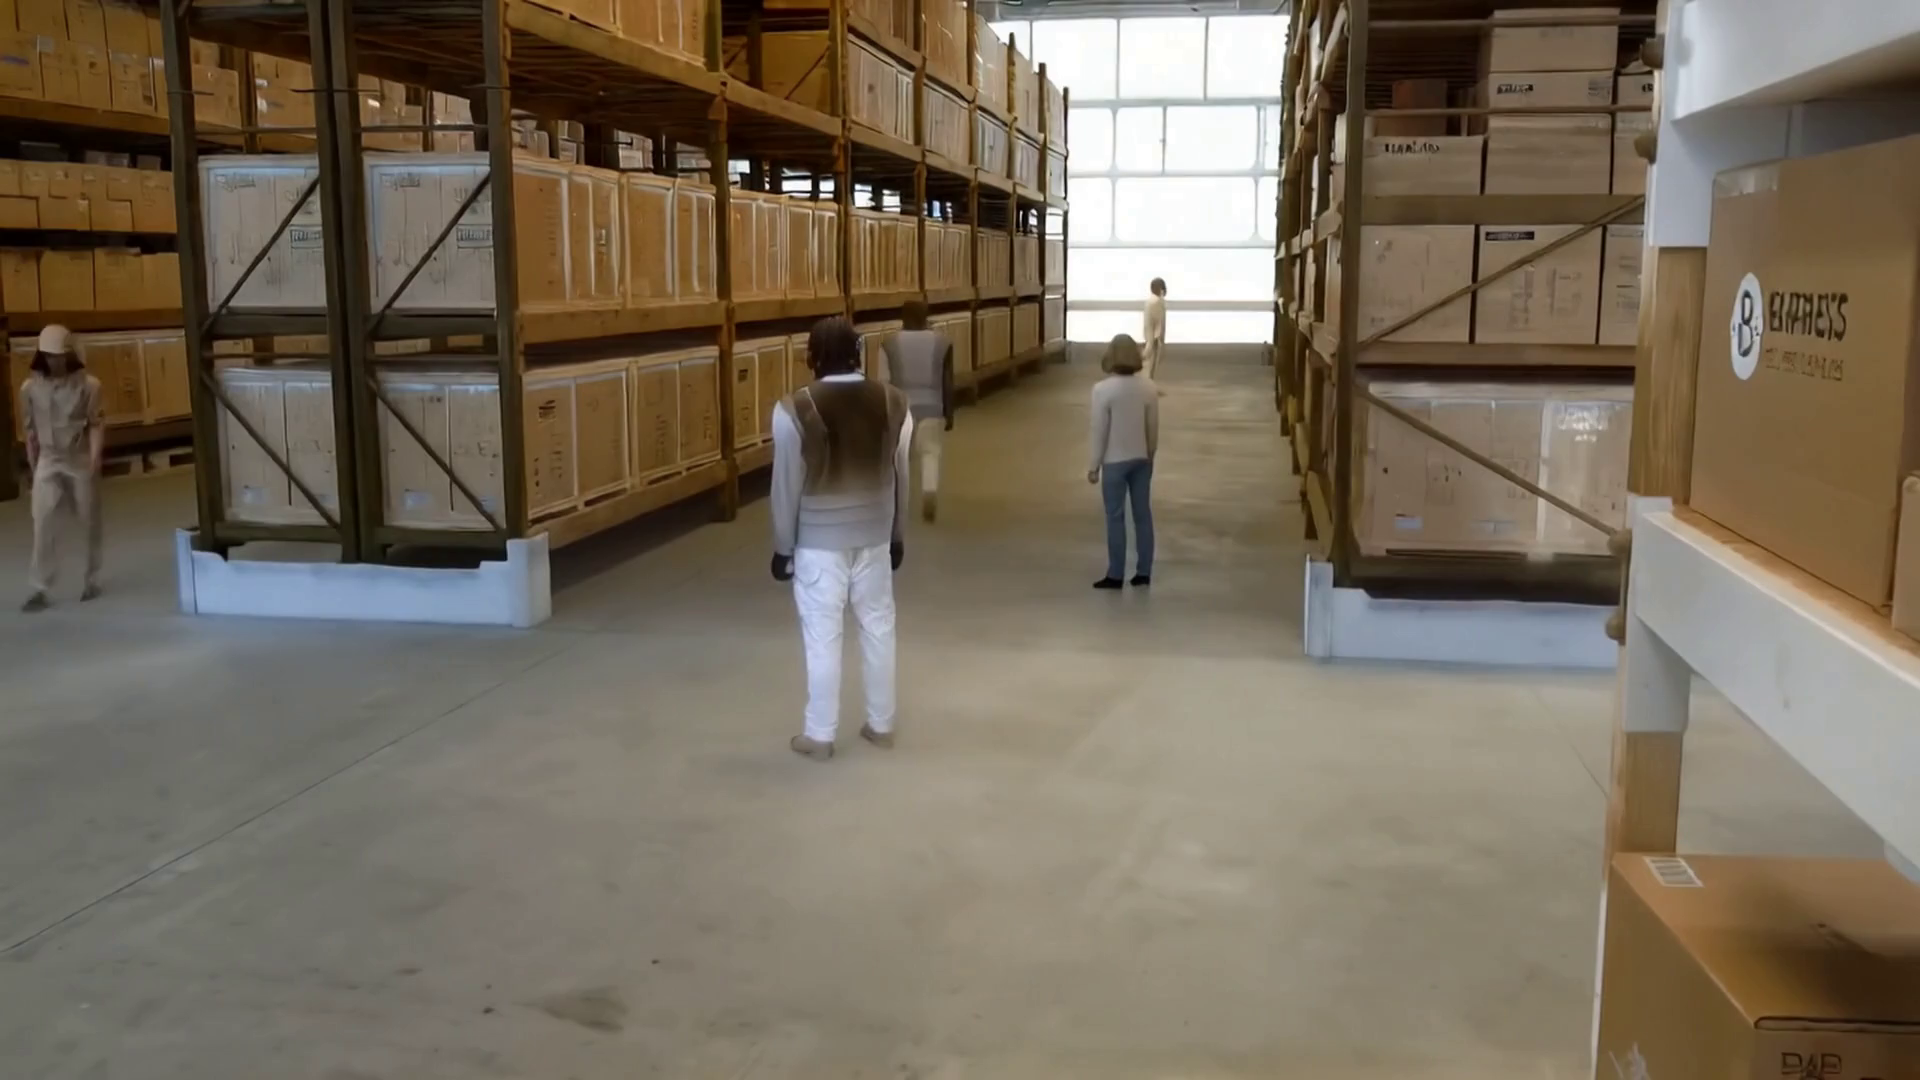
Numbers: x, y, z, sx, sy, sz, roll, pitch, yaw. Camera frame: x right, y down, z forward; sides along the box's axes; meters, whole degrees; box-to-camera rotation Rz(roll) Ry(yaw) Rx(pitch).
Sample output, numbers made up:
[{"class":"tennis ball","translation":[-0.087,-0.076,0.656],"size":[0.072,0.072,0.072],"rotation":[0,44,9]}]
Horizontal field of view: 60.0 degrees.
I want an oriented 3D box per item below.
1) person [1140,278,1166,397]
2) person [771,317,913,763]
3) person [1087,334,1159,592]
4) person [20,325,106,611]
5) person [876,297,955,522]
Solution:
[{"class":"person","translation":[3.141,-3.261,26.875],"size":[0.366,1.931,0.631],"rotation":[6,11,33]},{"class":"person","translation":[-0.503,0.002,6.905],"size":[0.619,1.839,0.430],"rotation":[-5,10,-28]},{"class":"person","translation":[1.033,-0.485,10.549],"size":[0.501,1.633,0.286],"rotation":[-5,10,-28]},{"class":"person","translation":[-5.382,-0.423,9.972],"size":[0.485,1.701,0.813],"rotation":[-2,9,-11]},{"class":"person","translation":[-0.355,-1.028,13.330],"size":[0.636,1.826,0.699],"rotation":[0,9,-3]}]
